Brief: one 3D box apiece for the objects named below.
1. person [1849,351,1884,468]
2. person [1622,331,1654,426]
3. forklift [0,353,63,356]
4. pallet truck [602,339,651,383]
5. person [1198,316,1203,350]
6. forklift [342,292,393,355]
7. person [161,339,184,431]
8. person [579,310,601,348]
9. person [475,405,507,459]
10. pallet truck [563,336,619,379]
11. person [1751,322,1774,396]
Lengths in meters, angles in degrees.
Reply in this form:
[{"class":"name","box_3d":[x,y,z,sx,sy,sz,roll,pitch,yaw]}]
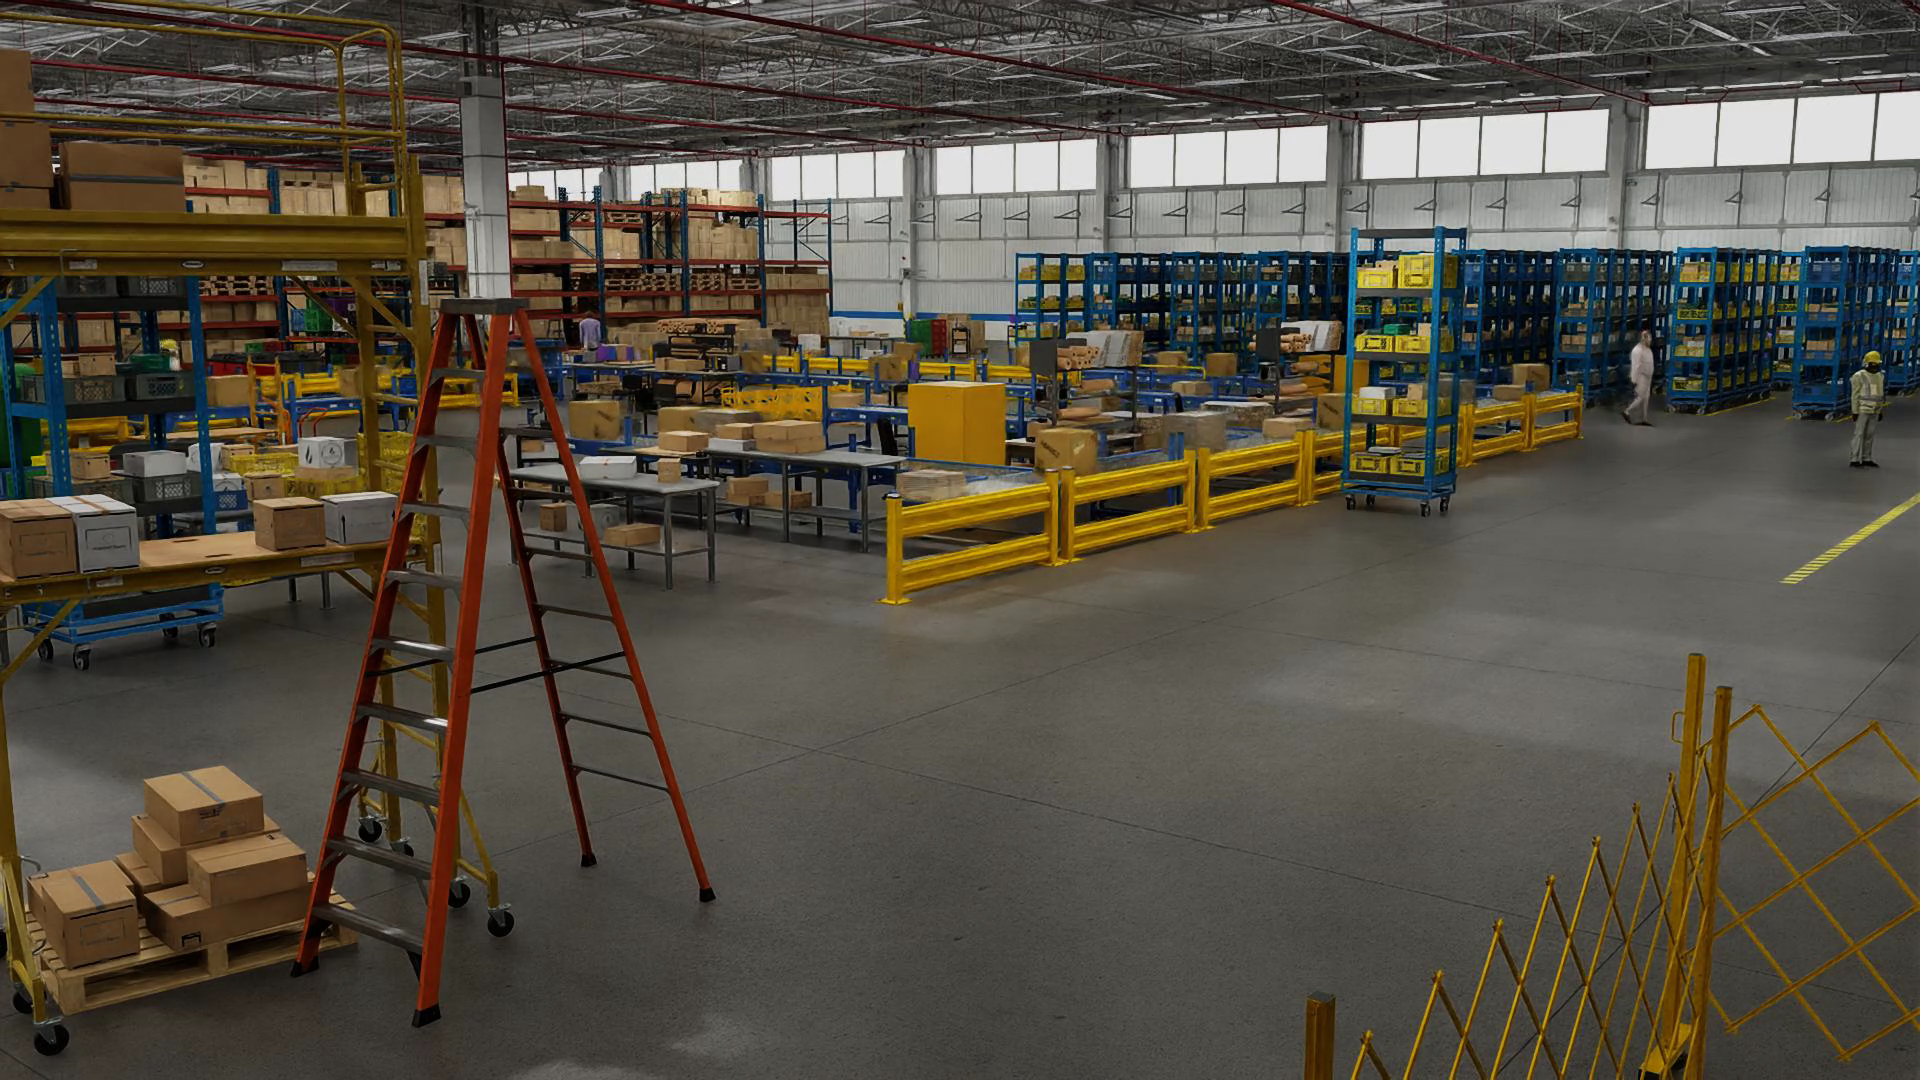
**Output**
[{"class":"person","box_3d":[14.181,-2.032,25.970,0.600,1.831,0.404,-3,10,-21]},{"class":"person","box_3d":[13.593,-3.210,33.133,0.454,1.892,0.651,9,13,44]},{"class":"forklift","box_3d":[-33.577,-7.985,59.865,1.129,2.768,1.873,7,11,37]},{"class":"pallet truck","box_3d":[-8.991,-4.871,45.351,0.653,1.274,1.630,7,11,37]},{"class":"person","box_3d":[7.325,-6.215,51.678,0.944,1.951,0.662,3,10,19]},{"class":"forklift","box_3d":[-16.485,-5.622,45.120,1.129,2.768,1.873,7,11,37]},{"class":"person","box_3d":[-14.702,-2.840,31.058,0.596,1.818,0.424,7,12,38]},{"class":"person","box_3d":[-11.251,-6.019,50.603,0.627,1.924,0.390,-1,9,-6]},{"class":"person","box_3d":[-7.631,-2.168,27.074,0.475,1.748,0.550,-6,11,-34]},{"class":"pallet truck","box_3d":[-10.690,-5.294,48.215,1.601,1.201,0.680,-5,10,-26]},{"class":"person","box_3d":[19.932,-4.497,41.341,0.564,1.839,0.390,9,13,44]}]
